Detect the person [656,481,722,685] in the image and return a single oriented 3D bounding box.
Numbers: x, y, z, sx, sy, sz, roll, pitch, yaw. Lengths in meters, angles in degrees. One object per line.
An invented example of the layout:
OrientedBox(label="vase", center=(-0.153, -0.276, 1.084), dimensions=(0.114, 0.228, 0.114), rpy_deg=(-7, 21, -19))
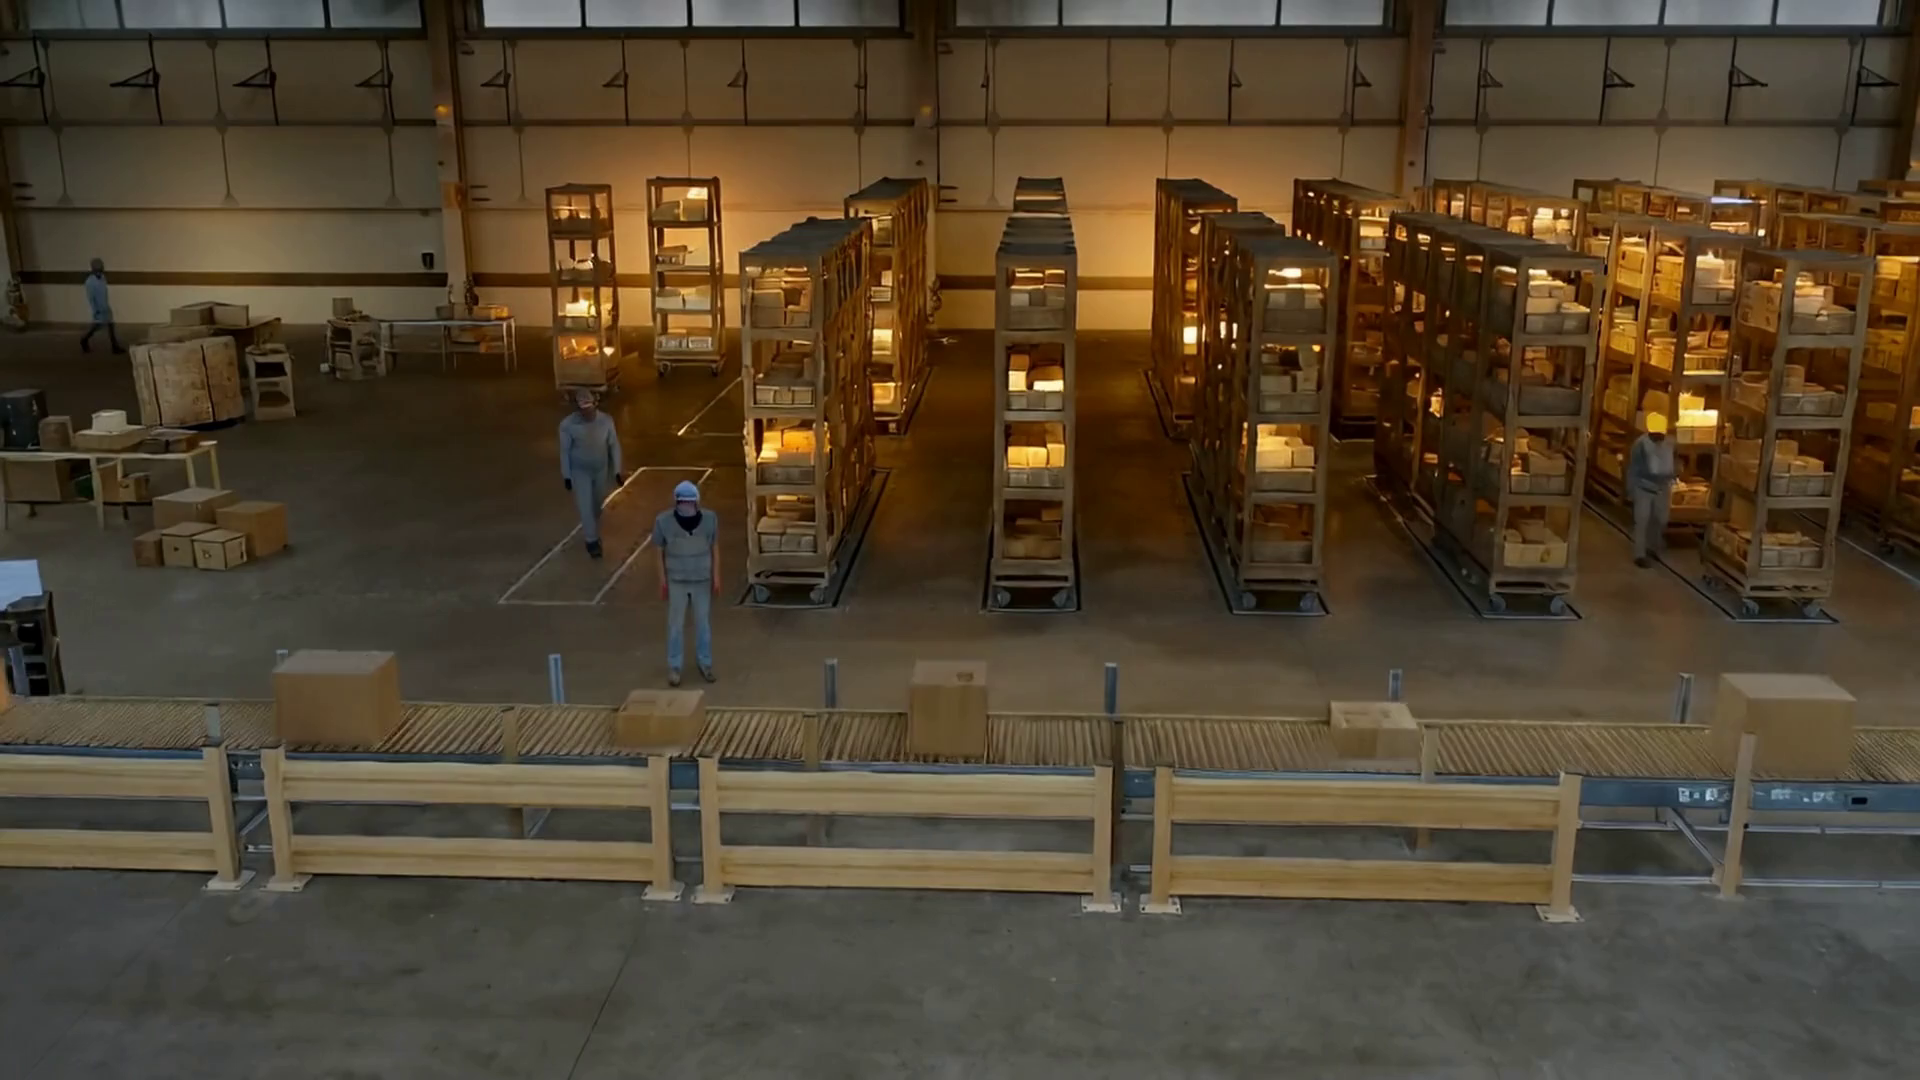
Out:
OrientedBox(label="person", center=(-2.388, 0.360, 14.720), dimensions=(0.565, 1.837, 0.401), rpy_deg=(-5, 16, -16))

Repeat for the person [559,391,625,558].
OrientedBox(label="person", center=(-4.118, -0.747, 18.761), dimensions=(0.659, 1.864, 0.930), rpy_deg=(-8, 17, -28))

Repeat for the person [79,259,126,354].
OrientedBox(label="person", center=(-17.249, -4.667, 33.256), dimensions=(0.881, 1.915, 0.551), rpy_deg=(3, 15, 11))

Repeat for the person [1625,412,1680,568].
OrientedBox(label="person", center=(7.560, -0.547, 18.190), dimensions=(0.628, 1.788, 0.577), rpy_deg=(-1, 15, -5))
